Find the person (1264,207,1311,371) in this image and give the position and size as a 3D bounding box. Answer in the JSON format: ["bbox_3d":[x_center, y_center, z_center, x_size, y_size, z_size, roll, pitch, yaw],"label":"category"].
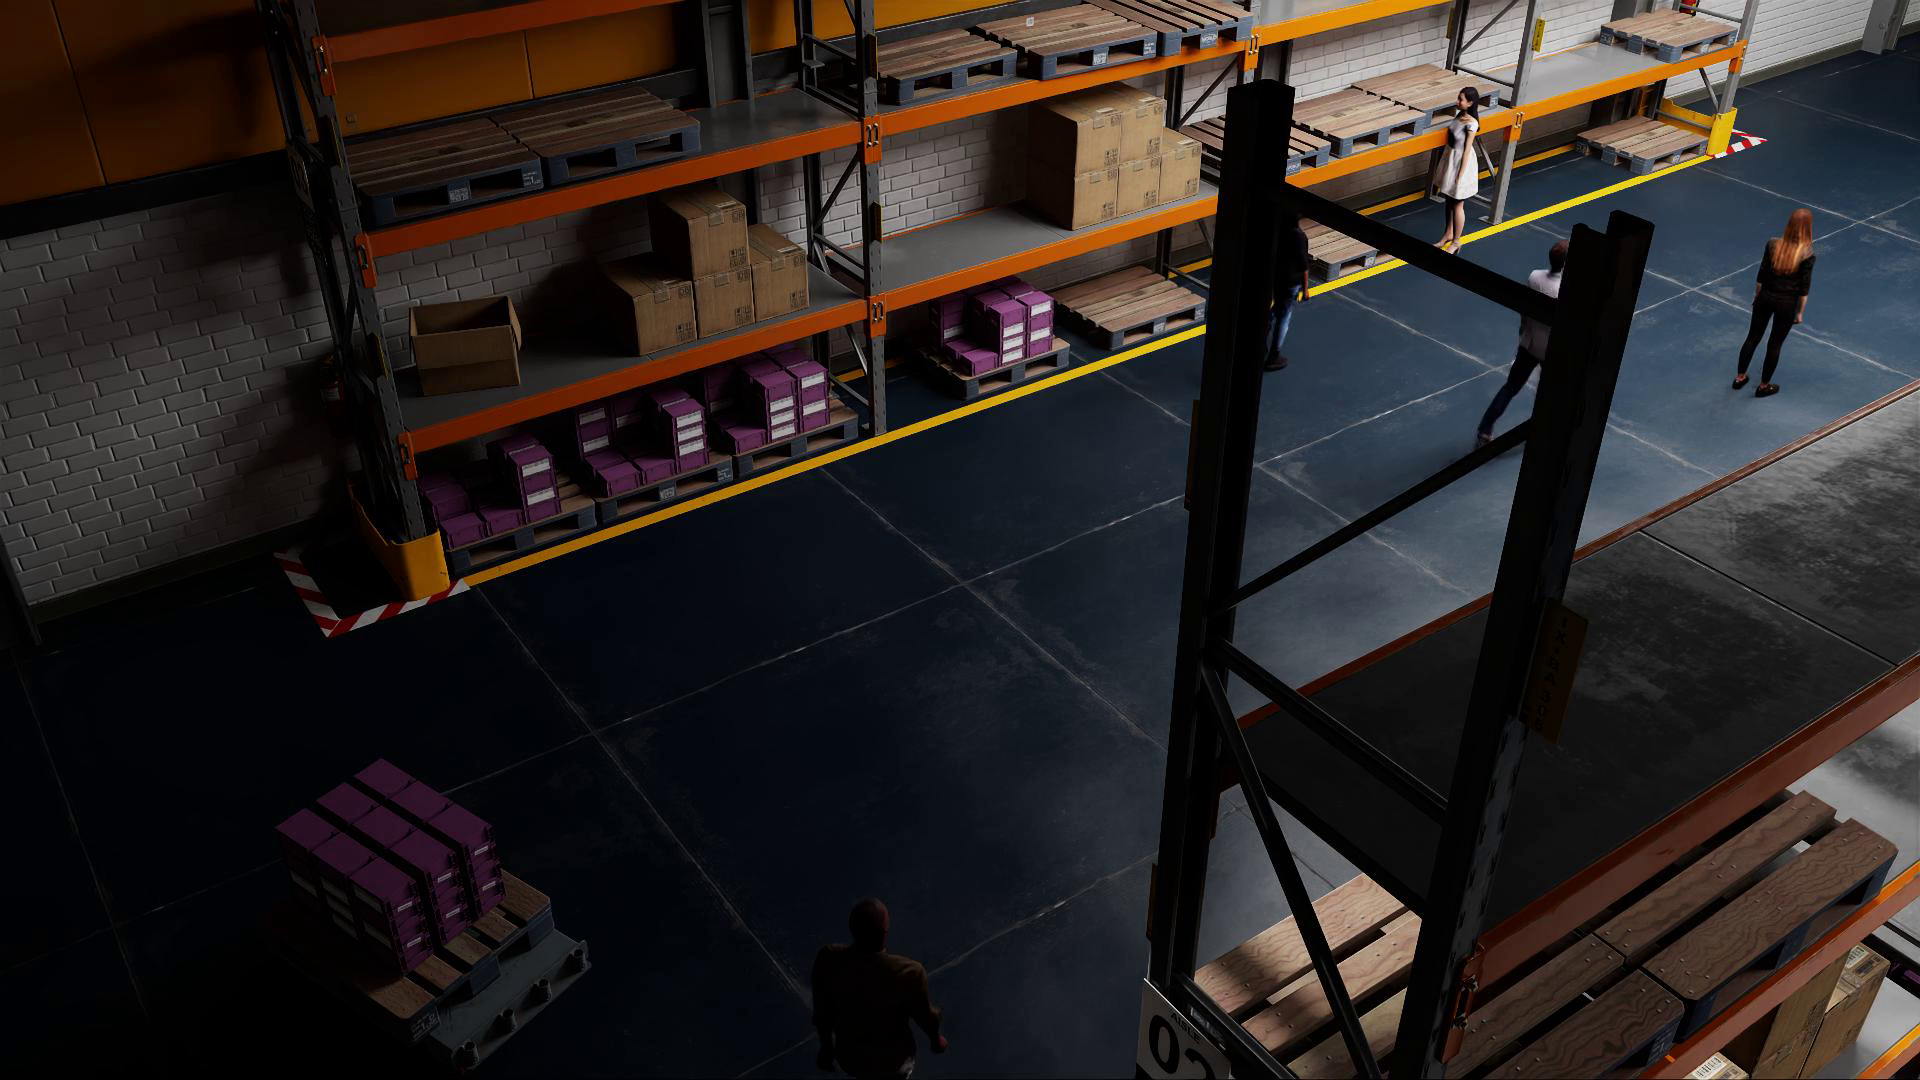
[{"bbox_3d":[2.842,-2.268,14.850,0.614,1.689,0.557,-22,39,-29],"label":"person"}]

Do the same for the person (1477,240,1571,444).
[{"bbox_3d":[4.713,-1.570,13.683,1.214,1.819,0.743,-18,37,-25],"label":"person"}]

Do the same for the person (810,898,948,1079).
[{"bbox_3d":[-0.417,2.422,7.690,0.922,1.804,0.978,14,36,20],"label":"person"}]

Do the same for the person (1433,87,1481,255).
[{"bbox_3d":[5.100,-3.780,17.052,0.801,1.769,0.777,-2,34,-4],"label":"person"}]

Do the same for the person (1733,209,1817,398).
[{"bbox_3d":[7.136,-2.076,14.540,0.557,1.713,0.623,-27,42,-34],"label":"person"}]
